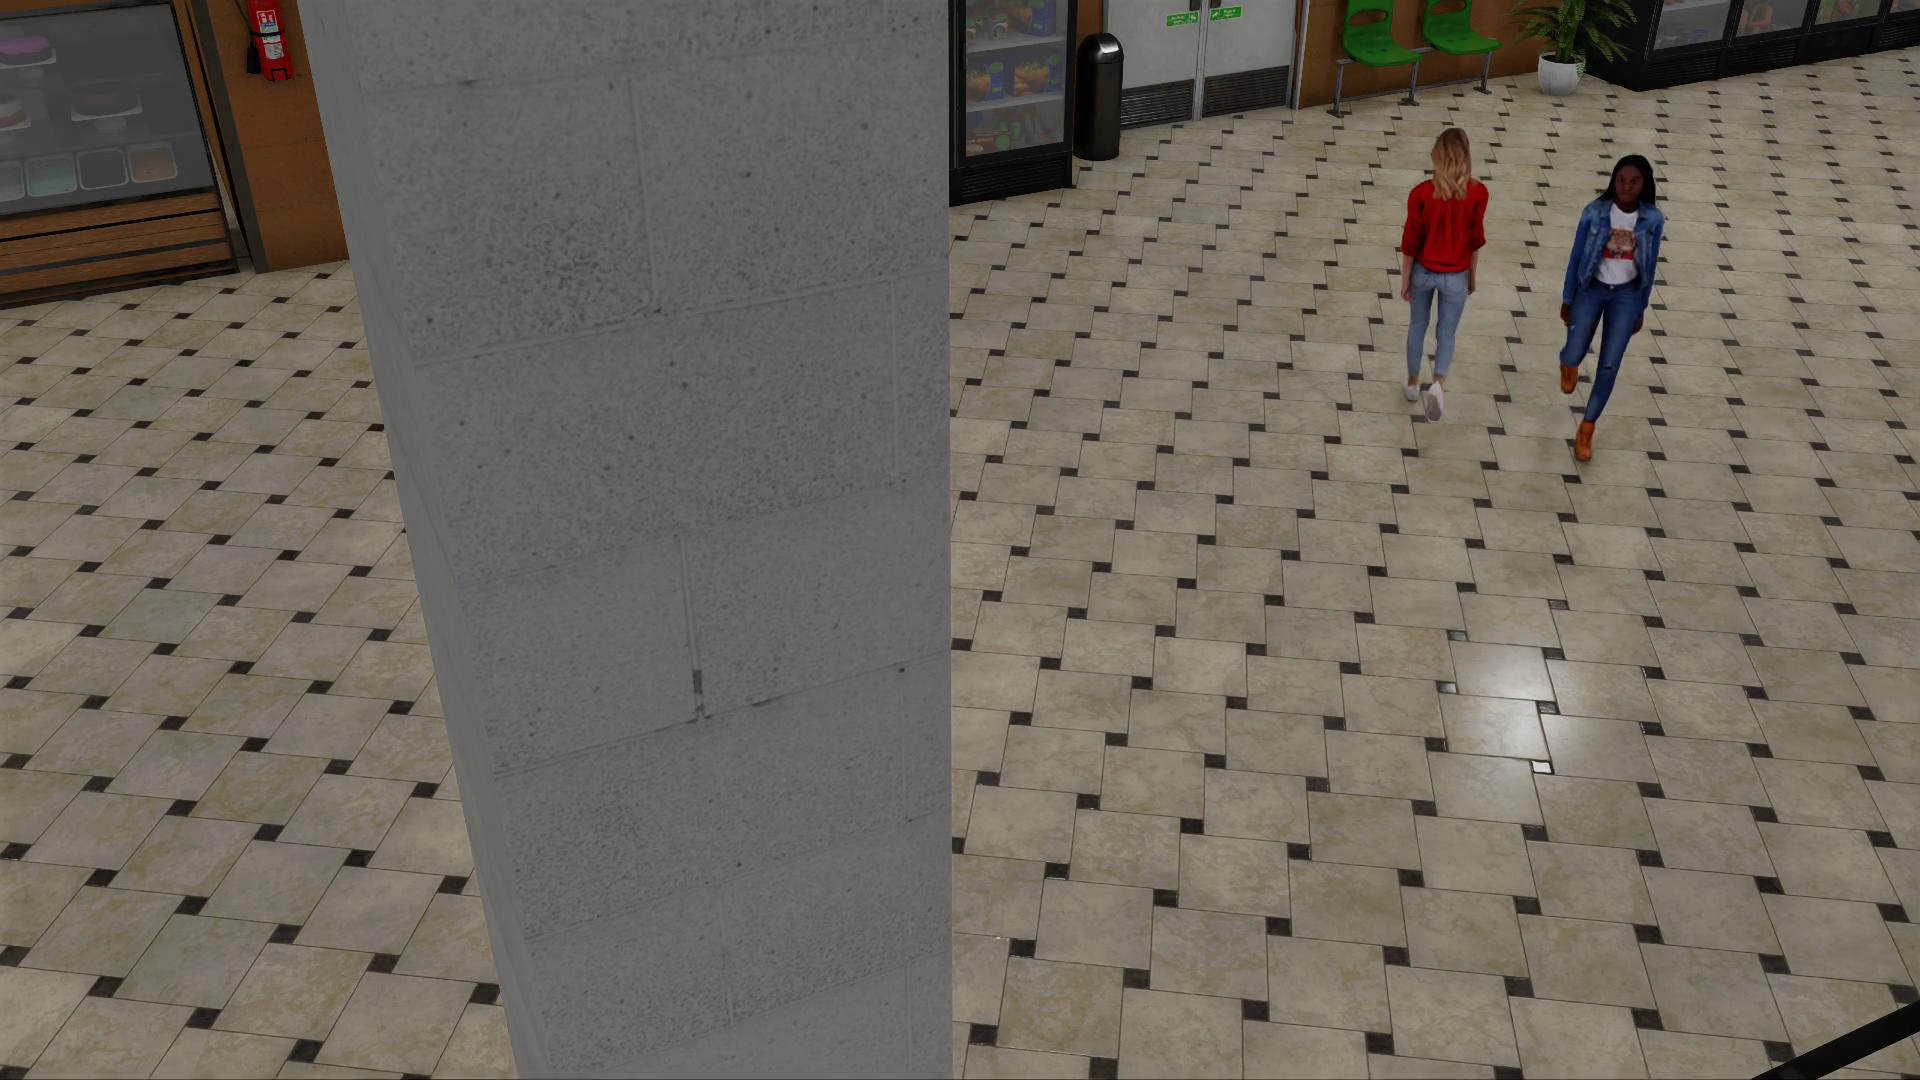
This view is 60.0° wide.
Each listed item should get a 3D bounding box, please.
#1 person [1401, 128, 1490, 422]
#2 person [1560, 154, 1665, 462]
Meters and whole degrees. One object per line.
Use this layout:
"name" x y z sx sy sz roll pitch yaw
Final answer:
"person" 2.740 -1.466 9.476 0.959 1.684 1.080 5 32 8
"person" 3.577 -1.334 9.258 0.991 1.690 1.094 8 33 12
